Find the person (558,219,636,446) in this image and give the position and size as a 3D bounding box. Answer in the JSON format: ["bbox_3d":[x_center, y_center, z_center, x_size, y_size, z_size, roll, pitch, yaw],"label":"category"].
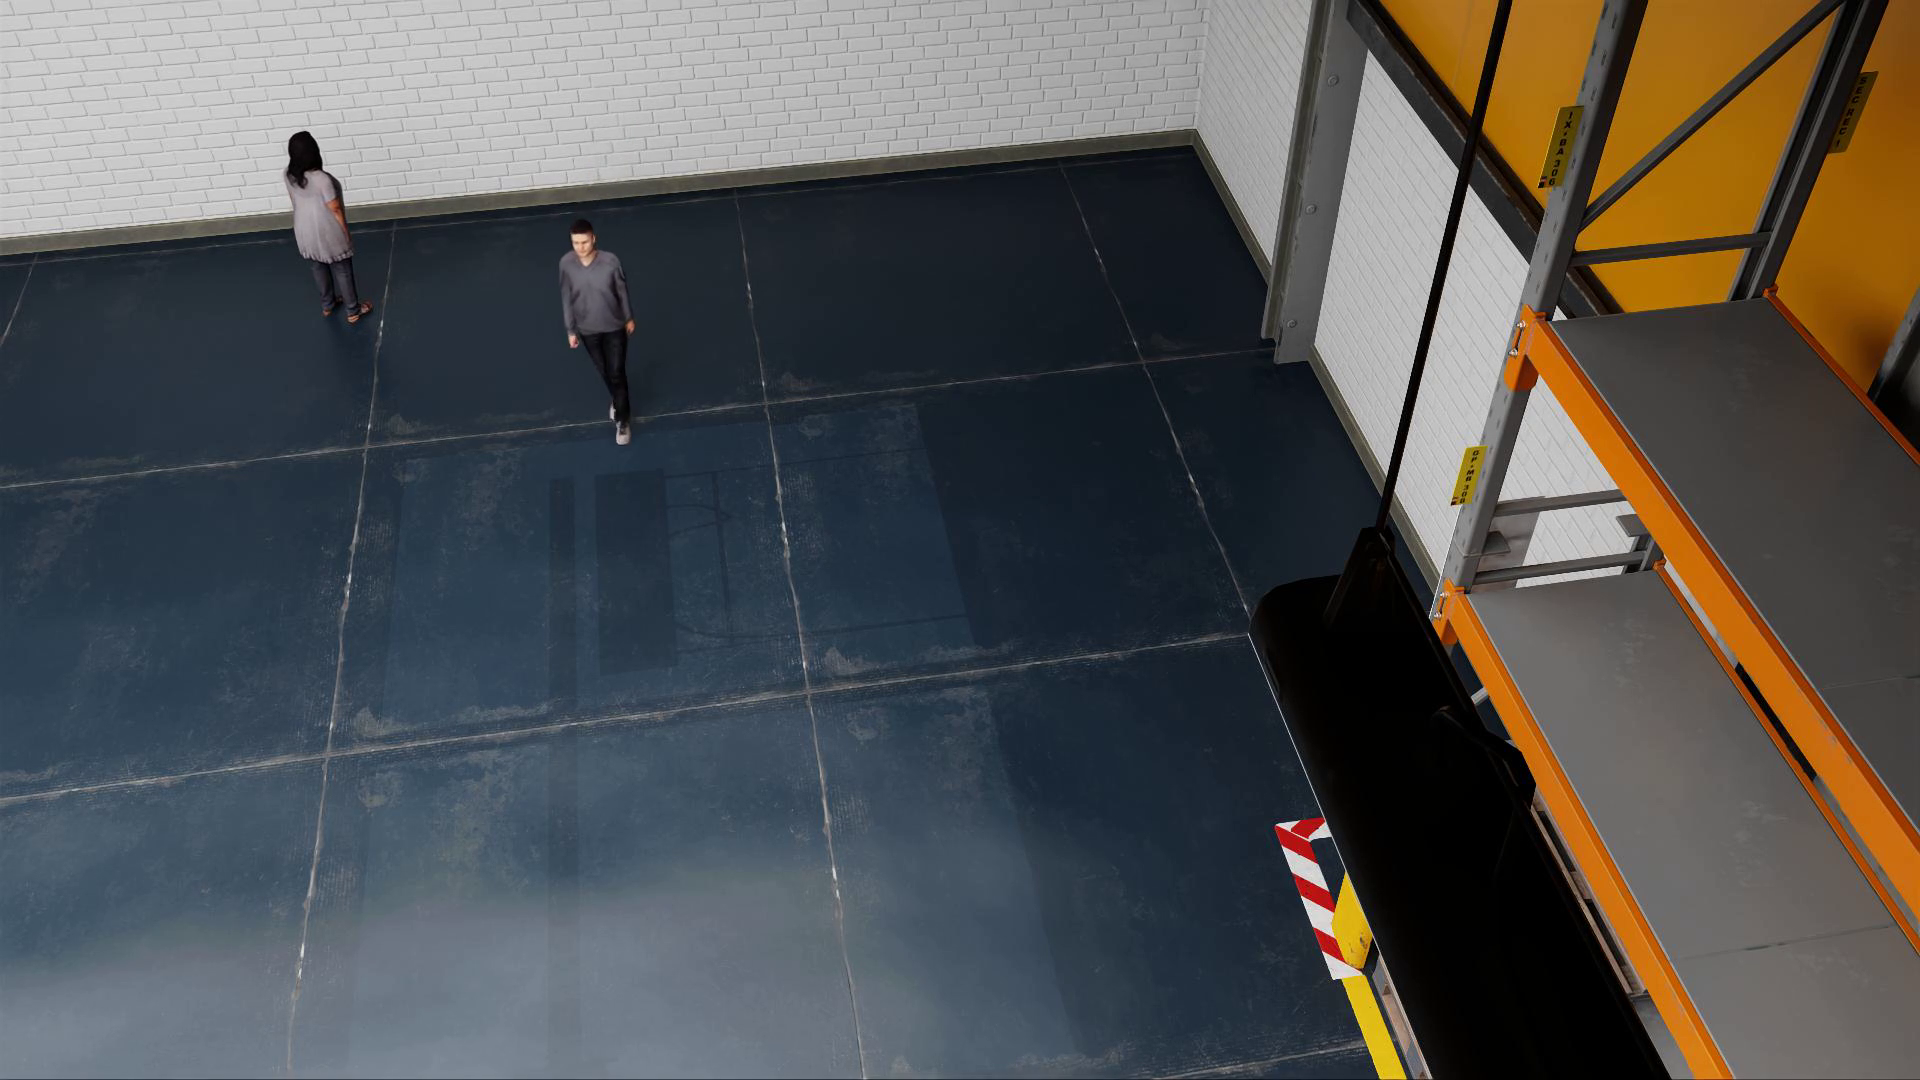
[{"bbox_3d":[-2.614,-1.618,12.173,0.728,1.740,0.901,1,44,1],"label":"person"}]

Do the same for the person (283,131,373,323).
[{"bbox_3d":[-5.066,-2.478,13.174,0.763,1.605,0.812,14,45,14],"label":"person"}]
